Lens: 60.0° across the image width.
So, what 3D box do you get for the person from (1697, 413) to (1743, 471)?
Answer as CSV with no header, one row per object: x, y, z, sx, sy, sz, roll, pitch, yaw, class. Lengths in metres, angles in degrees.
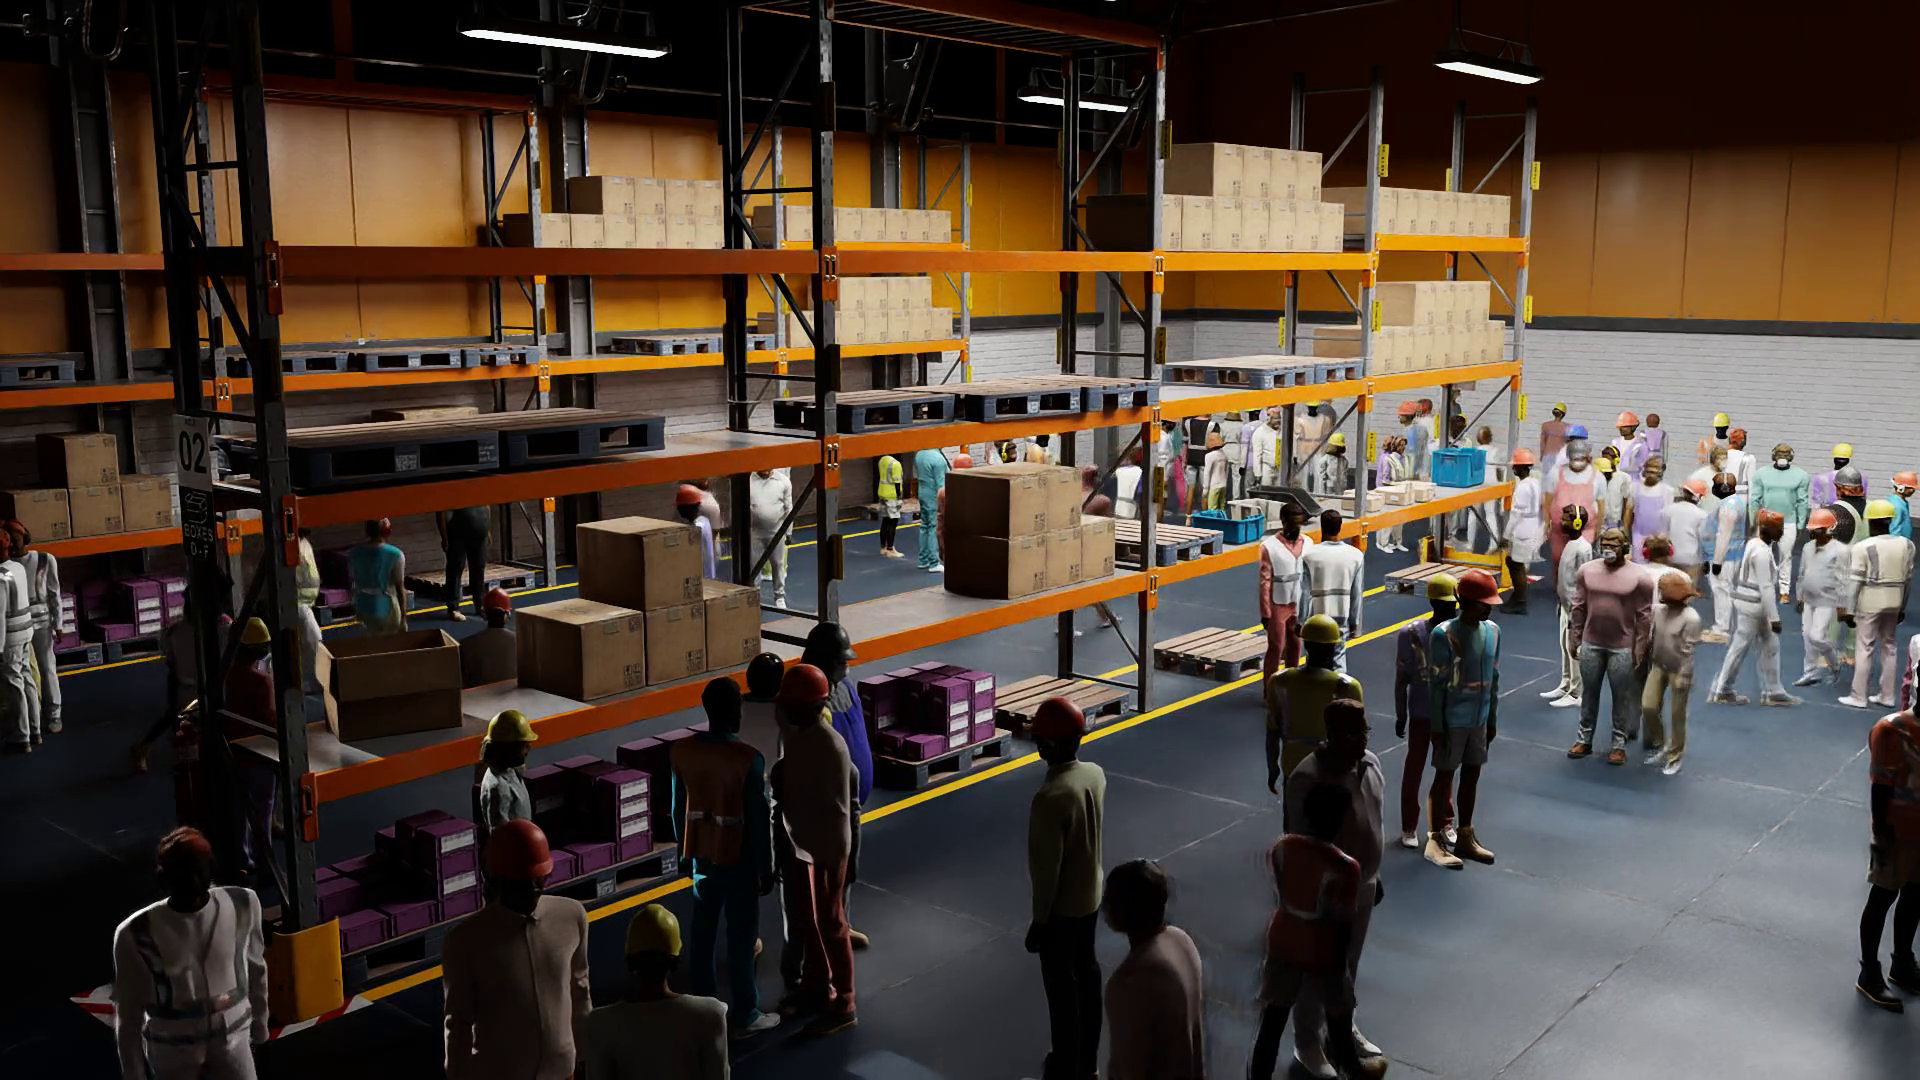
10.790,-0.846,23.669,0.589,1.928,0.384,5,11,29,person

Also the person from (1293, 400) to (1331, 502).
5.769,-1.430,27.248,0.622,1.889,0.931,1,10,6,person

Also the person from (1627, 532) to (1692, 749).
5.781,0.846,13.891,0.621,1.819,0.454,7,12,37,person

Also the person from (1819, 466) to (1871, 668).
8.841,0.260,16.731,0.672,2.000,0.536,-2,10,-14,person

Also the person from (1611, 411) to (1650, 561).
9.043,-0.730,22.635,0.392,2.041,0.615,-5,11,-27,person

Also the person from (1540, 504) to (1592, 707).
5.578,0.597,15.232,0.328,1.872,0.513,1,10,5,person

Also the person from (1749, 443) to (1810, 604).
9.746,-0.203,19.838,0.629,1.931,0.376,4,10,25,person

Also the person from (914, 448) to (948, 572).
-0.338,-0.527,21.869,0.398,1.899,0.649,-5,11,-27,person

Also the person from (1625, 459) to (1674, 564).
8.009,-0.051,19.355,0.527,1.801,0.969,4,10,21,person

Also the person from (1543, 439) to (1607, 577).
7.290,-0.241,19.726,0.696,2.000,0.788,5,11,26,person

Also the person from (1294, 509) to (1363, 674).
3.243,0.682,14.624,0.600,1.909,0.398,-2,10,-14,person

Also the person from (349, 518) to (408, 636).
-5.212,0.660,14.983,0.575,1.824,0.430,3,10,16,person

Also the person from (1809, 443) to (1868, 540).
10.396,-0.185,19.722,0.585,1.929,0.370,3,10,17,person

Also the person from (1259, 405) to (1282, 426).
5.242,-1.564,28.205,0.507,1.846,0.351,-2,10,-10,person

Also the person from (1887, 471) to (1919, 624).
10.550,0.078,18.722,0.351,1.738,0.575,5,11,29,person

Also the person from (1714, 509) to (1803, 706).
7.311,0.636,15.037,0.866,1.849,0.597,4,10,23,person

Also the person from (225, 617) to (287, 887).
-4.609,1.375,10.894,0.532,1.767,0.328,7,12,34,person

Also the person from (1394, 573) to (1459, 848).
3.312,1.181,11.563,0.593,1.930,0.355,-1,10,-6,person

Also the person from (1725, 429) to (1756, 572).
10.177,-0.526,21.894,0.343,1.882,0.585,-8,12,-40,person

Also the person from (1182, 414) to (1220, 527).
3.697,-1.190,25.435,0.610,2.031,0.403,5,11,29,person

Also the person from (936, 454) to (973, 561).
0.045,0.035,18.247,0.614,1.987,0.408,0,10,-1,person

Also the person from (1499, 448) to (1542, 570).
7.404,-0.407,21.974,0.520,1.617,0.312,2,10,10,person

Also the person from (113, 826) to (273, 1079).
-2.959,2.059,6.547,0.596,1.850,0.831,-8,12,-40,person

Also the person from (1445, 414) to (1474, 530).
7.551,-1.033,25.268,0.528,1.767,0.330,7,12,35,person

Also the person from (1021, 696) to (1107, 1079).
0.491,1.734,8.064,0.388,1.996,0.612,6,11,31,person

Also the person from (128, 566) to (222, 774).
-6.224,1.028,13.314,0.836,1.661,0.547,-4,10,-21,person

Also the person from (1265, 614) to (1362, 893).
2.169,1.408,10.227,0.589,1.924,0.384,4,10,24,person

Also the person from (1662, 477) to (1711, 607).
7.954,0.169,18.201,0.365,1.724,0.577,-4,10,-21,person

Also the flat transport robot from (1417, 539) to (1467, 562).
6.542,0.191,22.414,0.652,0.197,1.431,2,10,12,flat transport robot

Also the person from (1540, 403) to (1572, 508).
9.825,-1.387,27.423,0.532,1.756,0.337,7,12,37,person

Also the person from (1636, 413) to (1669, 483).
11.106,-1.215,26.742,0.517,1.636,0.313,1,10,8,person

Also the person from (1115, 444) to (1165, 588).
2.241,-0.279,20.611,0.764,1.812,0.595,-6,11,-31,person

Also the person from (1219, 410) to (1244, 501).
4.476,-1.377,27.428,0.496,1.733,0.320,2,10,11,person

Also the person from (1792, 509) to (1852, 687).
8.163,0.563,15.811,0.367,1.737,0.584,-2,10,-13,person

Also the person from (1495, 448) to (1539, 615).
6.415,-0.092,19.169,0.458,1.930,0.560,4,10,24,person

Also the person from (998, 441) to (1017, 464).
0.562,-0.287,20.507,0.327,1.871,0.514,2,10,13,person

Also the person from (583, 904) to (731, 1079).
-1.093,2.184,6.064,0.522,1.769,0.310,-2,10,-13,person

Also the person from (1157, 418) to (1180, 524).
3.009,-0.958,24.360,0.389,1.925,0.549,1,10,5,person

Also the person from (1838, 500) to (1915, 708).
8.345,0.589,15.150,0.597,1.916,0.412,-1,10,-8,person

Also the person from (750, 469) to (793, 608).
-2.262,-0.108,19.358,0.644,1.900,0.399,-1,10,-7,person

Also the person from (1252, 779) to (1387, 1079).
1.682,1.938,7.883,0.907,1.635,0.547,-8,12,-39,person

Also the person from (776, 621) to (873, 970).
-0.759,1.451,9.623,0.535,2.000,0.683,6,11,30,person

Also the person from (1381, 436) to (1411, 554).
6.107,-0.638,23.288,0.511,1.641,0.307,-6,11,-33,person
